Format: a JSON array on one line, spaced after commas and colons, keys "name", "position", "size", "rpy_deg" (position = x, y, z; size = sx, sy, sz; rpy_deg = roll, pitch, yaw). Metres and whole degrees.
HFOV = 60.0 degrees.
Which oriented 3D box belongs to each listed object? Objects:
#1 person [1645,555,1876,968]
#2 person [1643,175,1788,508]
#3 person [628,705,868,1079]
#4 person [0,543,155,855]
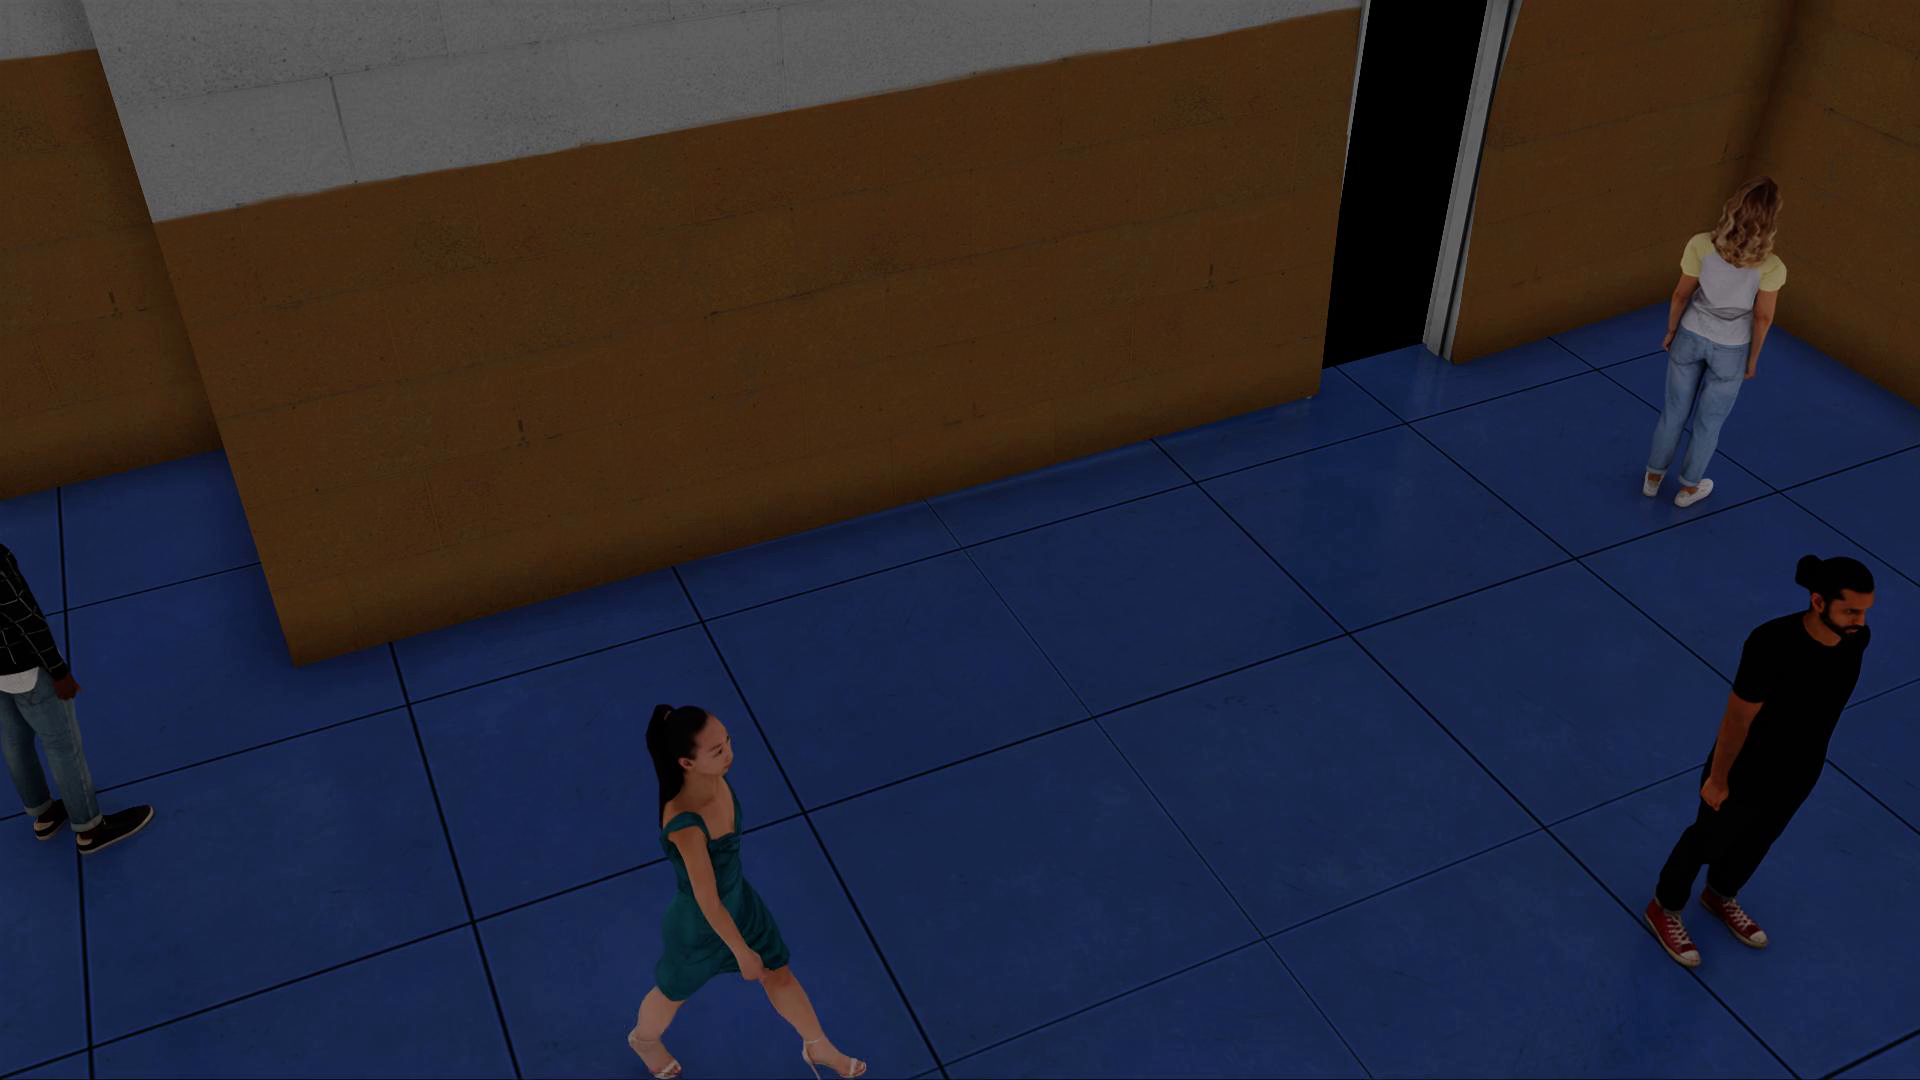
[{"name": "person", "position": [2.771, 0.754, 5.731], "size": [0.631, 1.756, 0.553], "rpy_deg": [-13, 39, -17]}, {"name": "person", "position": [3.614, -0.931, 7.990], "size": [0.634, 1.723, 0.767], "rpy_deg": [26, 44, 30]}, {"name": "person", "position": [-0.870, 1.194, 5.245], "size": [1.022, 1.636, 1.051], "rpy_deg": [7, 37, 9]}, {"name": "person", "position": [-3.515, 0.427, 6.113], "size": [0.720, 1.821, 0.801], "rpy_deg": [15, 40, 19]}]
